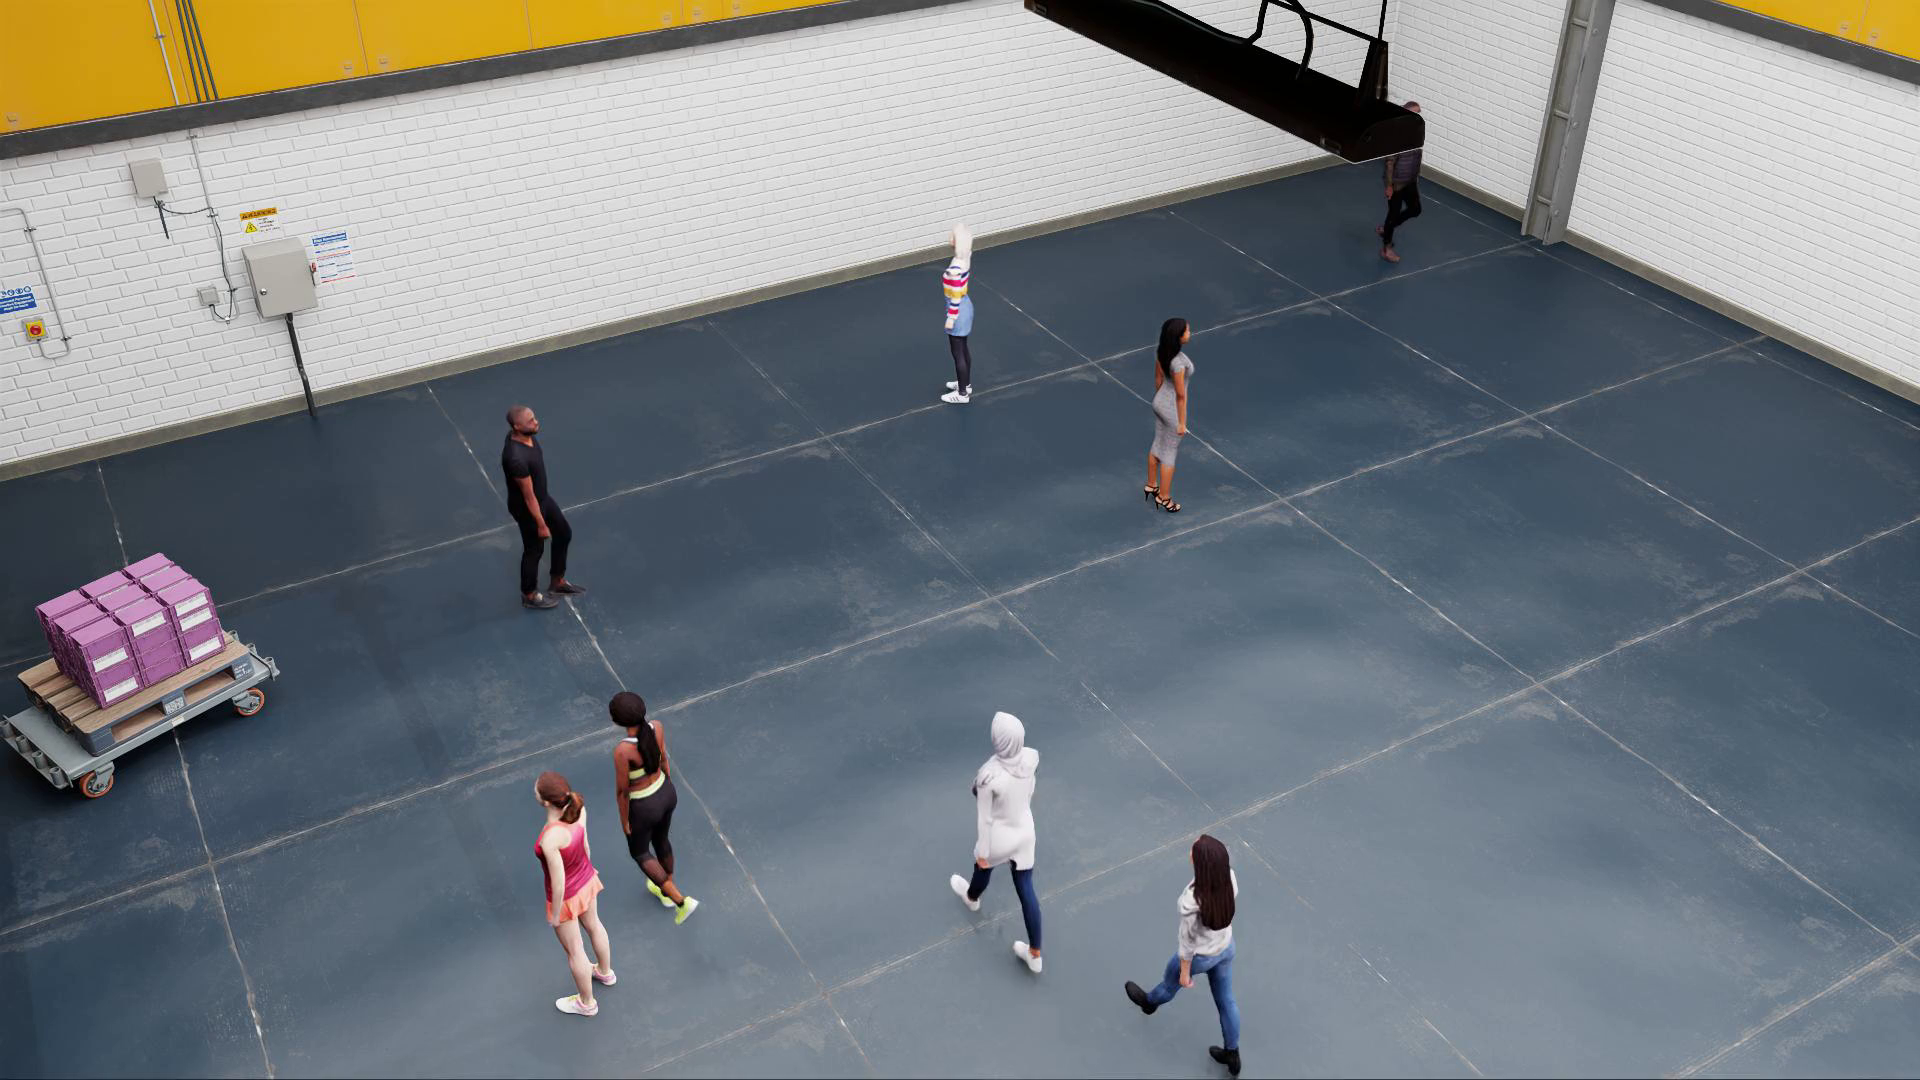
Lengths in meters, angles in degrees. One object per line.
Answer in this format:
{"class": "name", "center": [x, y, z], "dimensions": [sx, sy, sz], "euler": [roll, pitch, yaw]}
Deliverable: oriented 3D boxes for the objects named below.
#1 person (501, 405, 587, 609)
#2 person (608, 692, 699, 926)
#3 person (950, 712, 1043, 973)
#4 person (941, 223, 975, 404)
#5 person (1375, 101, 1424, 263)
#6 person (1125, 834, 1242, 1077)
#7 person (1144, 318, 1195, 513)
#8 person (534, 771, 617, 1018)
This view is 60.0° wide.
{"class": "person", "center": [-3.385, -0.236, 12.822], "dimensions": [0.888, 1.804, 0.820], "euler": [-1, 34, -2]}
{"class": "person", "center": [-1.822, 1.651, 10.044], "dimensions": [0.913, 1.738, 0.750], "euler": [28, 43, 35]}
{"class": "person", "center": [0.326, 1.811, 9.812], "dimensions": [0.687, 1.728, 1.137], "euler": [-20, 39, -28]}
{"class": "person", "center": [-0.004, -2.150, 15.698], "dimensions": [0.772, 1.808, 0.702], "euler": [7, 34, 11]}
{"class": "person", "center": [4.839, -4.012, 18.483], "dimensions": [0.753, 1.827, 0.749], "euler": [-22, 39, -29]}
{"class": "person", "center": [1.420, 2.329, 9.165], "dimensions": [0.726, 1.582, 1.082], "euler": [-24, 40, -31]}
{"class": "person", "center": [1.769, -1.069, 14.098], "dimensions": [0.688, 1.781, 0.528], "euler": [-11, 35, -16]}
{"class": "person", "center": [-2.223, 2.000, 9.505], "dimensions": [0.726, 1.753, 0.672], "euler": [10, 35, 15]}
